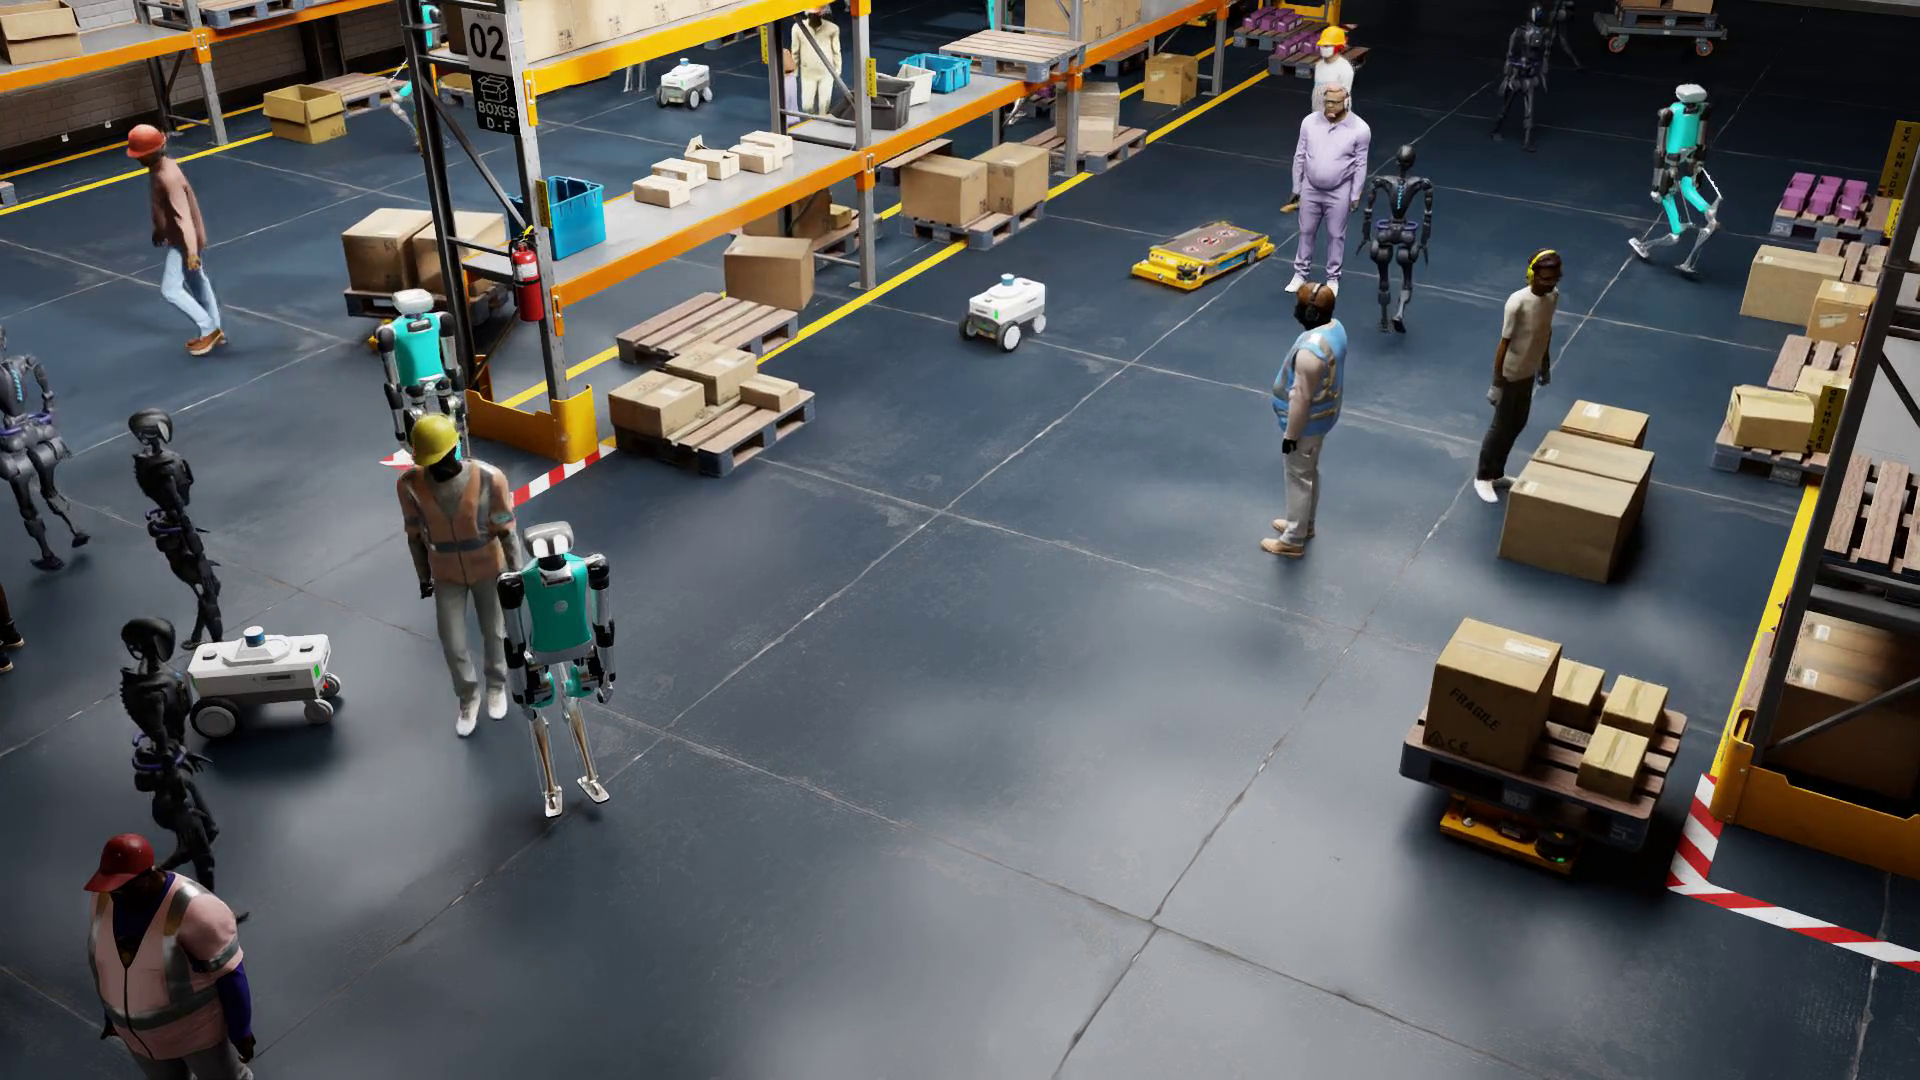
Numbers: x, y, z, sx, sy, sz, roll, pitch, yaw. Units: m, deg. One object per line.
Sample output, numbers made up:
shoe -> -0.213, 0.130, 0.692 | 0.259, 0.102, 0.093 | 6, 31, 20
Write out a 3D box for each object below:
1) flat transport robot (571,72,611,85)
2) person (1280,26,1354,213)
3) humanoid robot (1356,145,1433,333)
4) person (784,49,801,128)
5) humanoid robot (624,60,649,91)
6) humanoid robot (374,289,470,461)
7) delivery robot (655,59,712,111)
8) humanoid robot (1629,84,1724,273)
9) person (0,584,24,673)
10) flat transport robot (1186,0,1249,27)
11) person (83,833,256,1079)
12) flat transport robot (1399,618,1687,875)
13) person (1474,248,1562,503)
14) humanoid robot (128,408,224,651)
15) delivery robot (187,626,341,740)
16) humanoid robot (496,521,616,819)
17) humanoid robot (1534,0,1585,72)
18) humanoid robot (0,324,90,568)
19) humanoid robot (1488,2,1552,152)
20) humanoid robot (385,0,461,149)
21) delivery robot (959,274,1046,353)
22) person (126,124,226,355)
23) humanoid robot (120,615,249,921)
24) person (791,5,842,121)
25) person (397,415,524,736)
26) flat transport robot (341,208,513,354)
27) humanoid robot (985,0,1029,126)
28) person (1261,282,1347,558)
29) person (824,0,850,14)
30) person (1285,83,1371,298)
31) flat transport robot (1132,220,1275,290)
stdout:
flat transport robot -> -5.367, -6.265, 22.024 | 1.431, 0.231, 0.659 | 20, 35, 31
person -> 3.758, -4.270, 16.881 | 0.939, 1.860, 0.556 | -20, 35, -31
humanoid robot -> 3.642, -2.513, 13.969 | 0.600, 1.648, 0.437 | 7, 30, 13
person -> -1.767, -4.180, 16.945 | 0.284, 1.633, 0.498 | 4, 30, 7
humanoid robot -> -4.177, -6.497, 21.001 | 0.543, 1.828, 0.786 | 21, 36, 32
humanoid robot -> -3.321, -0.719, 10.753 | 0.554, 1.737, 1.062 | -25, 38, -37
delivery robot -> -3.415, -5.664, 20.673 | 0.517, 0.598, 0.769 | 11, 31, 18
humanoid robot -> 6.634, -3.224, 15.175 | 0.560, 1.744, 1.039 | -9, 31, -15
person -> -5.786, -0.128, 9.458 | 0.374, 1.958, 0.605 | -7, 30, -13
flat transport robot -> 3.746, -7.981, 25.060 | 0.659, 0.231, 1.431 | 19, 34, 29
person -> -2.937, 1.809, 6.233 | 0.608, 1.754, 0.419 | 5, 30, 8
flat transport robot -> 3.081, 1.206, 8.809 | 0.659, 0.231, 1.431 | 17, 34, 27
person -> 3.829, -1.124, 11.327 | 0.588, 1.852, 0.363 | -19, 35, -30
humanoid robot -> -4.412, -0.001, 9.500 | 0.362, 1.651, 0.584 | -19, 35, -30
delivery robot -> -3.917, 0.770, 9.309 | 0.811, 0.613, 0.499 | -4, 30, -8
humanoid robot -> -2.021, 0.575, 8.296 | 0.533, 1.677, 0.735 | -13, 32, -22
humanoid robot -> 8.065, -7.065, 22.086 | 0.749, 1.647, 0.609 | 21, 36, 33
humanoid robot -> -5.924, -0.584, 10.547 | 0.445, 1.645, 0.593 | 15, 33, 25
humanoid robot -> 6.398, -5.279, 18.901 | 0.589, 1.628, 0.790 | -8, 31, -14
humanoid robot -> -6.159, -5.231, 18.712 | 0.554, 1.766, 0.823 | 23, 37, 35
delivery robot -> 0.395, -1.963, 14.103 | 0.499, 0.575, 0.766 | 23, 36, 34
person -> -6.382, -2.443, 13.552 | 0.446, 1.962, 0.722 | -14, 32, -23
humanoid robot -> -3.675, 1.094, 7.578 | 0.504, 1.632, 0.609 | -12, 32, -20
person -> -1.618, -5.299, 18.818 | 0.572, 1.736, 0.466 | -1, 29, -1
person -> -2.652, 0.197, 8.937 | 0.595, 1.899, 0.602 | -5, 30, -8
flat transport robot -> -4.516, -1.987, 14.457 | 0.659, 0.231, 1.431 | 5, 30, 8
humanoid robot -> 0.703, -5.817, 19.741 | 0.881, 1.770, 0.588 | -17, 34, -28
person -> 2.220, -0.776, 10.726 | 0.431, 1.835, 0.627 | 13, 32, 21
person -> -1.826, -8.897, 25.005 | 0.498, 1.927, 0.828 | 8, 30, 14
person -> 3.245, -3.095, 14.754 | 0.650, 1.906, 0.413 | 13, 32, 22
flat transport robot -> 2.317, -2.702, 15.721 | 0.659, 0.231, 1.431 | 24, 37, 36
